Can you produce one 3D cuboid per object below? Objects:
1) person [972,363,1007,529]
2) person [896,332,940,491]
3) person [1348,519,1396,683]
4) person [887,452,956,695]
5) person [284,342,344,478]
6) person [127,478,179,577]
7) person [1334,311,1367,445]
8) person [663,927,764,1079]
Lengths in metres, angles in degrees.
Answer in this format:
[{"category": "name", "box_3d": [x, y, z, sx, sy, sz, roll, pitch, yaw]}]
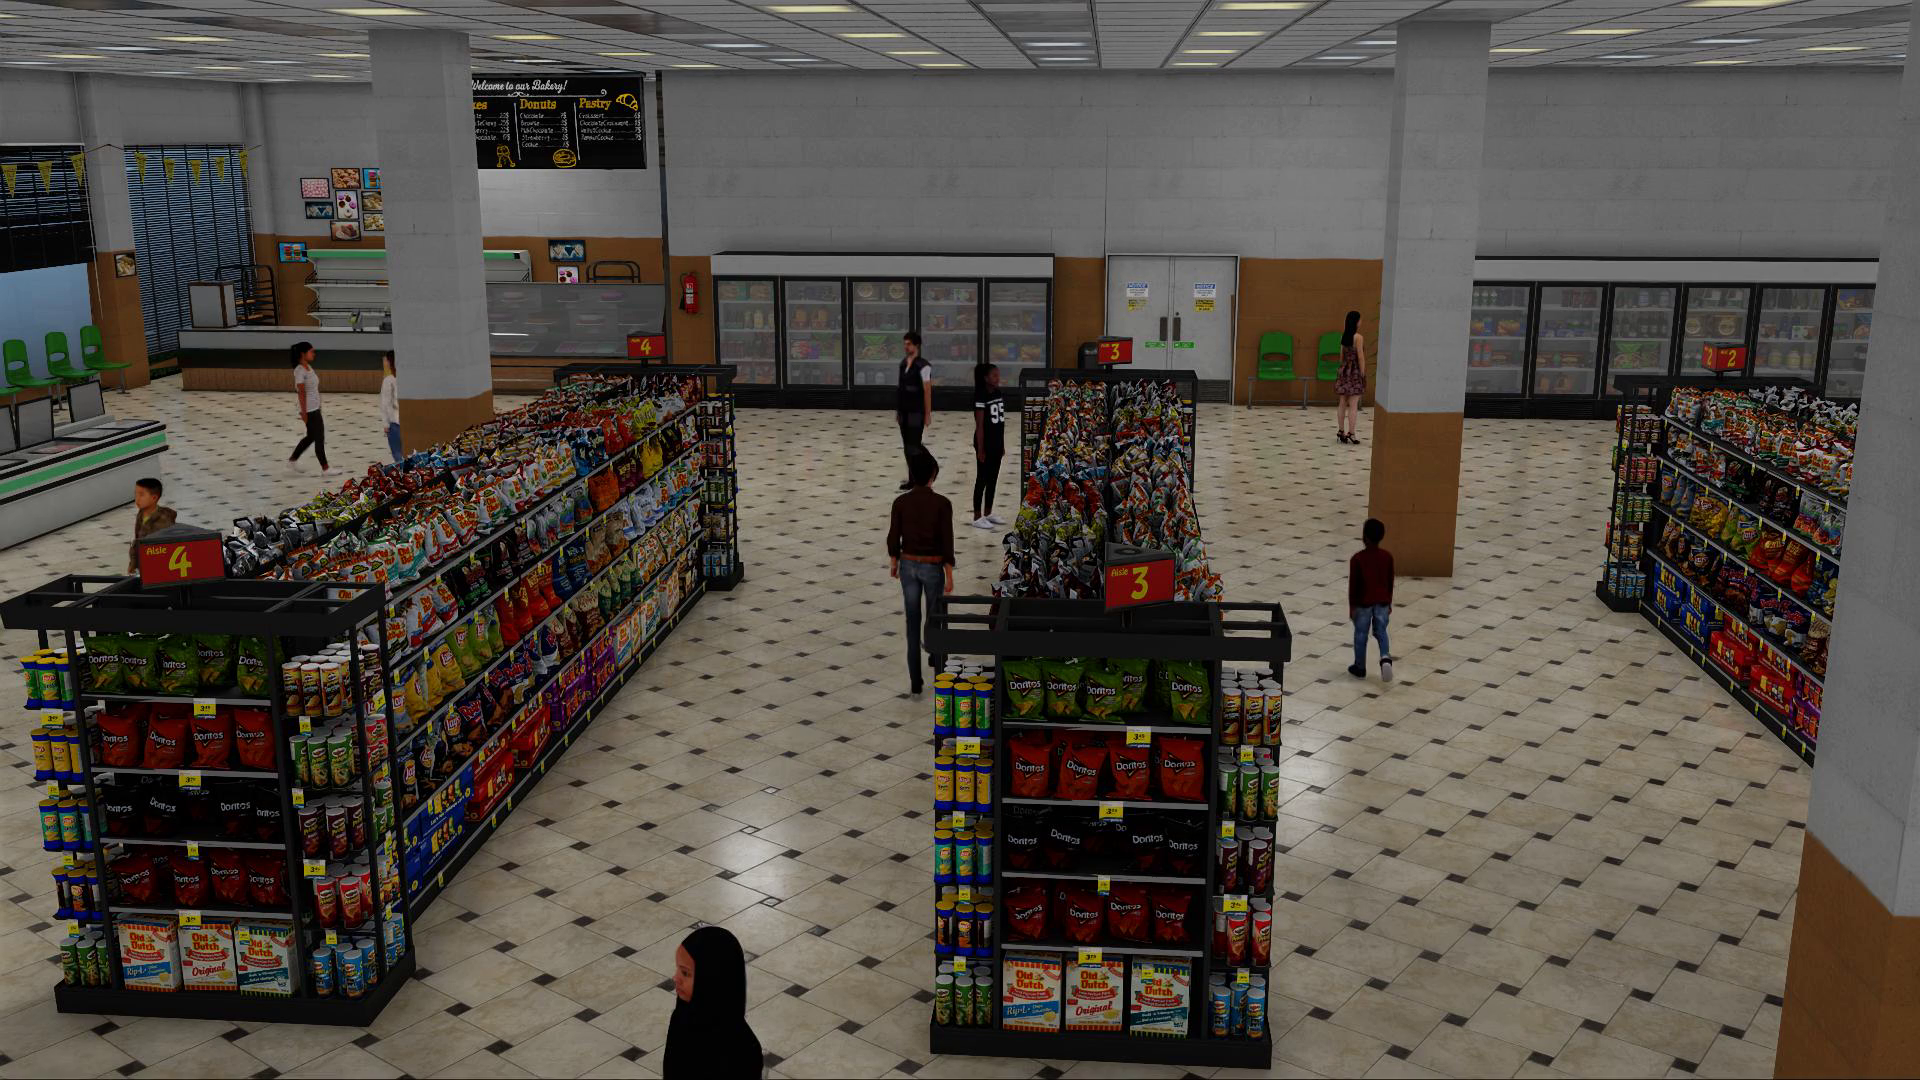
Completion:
[{"category": "person", "box_3d": [0.297, -0.999, 17.499, 0.744, 1.728, 0.626, 9, 16, 32]}, {"category": "person", "box_3d": [-0.473, -1.493, 19.303, 0.894, 1.837, 0.834, -11, 17, -37]}, {"category": "person", "box_3d": [3.112, 0.470, 12.462, 0.585, 1.246, 0.725, -2, 14, -8]}, {"category": "person", "box_3d": [-0.298, 0.278, 12.238, 0.685, 1.726, 1.100, 2, 14, 6]}, {"category": "person", "box_3d": [-7.907, -1.562, 20.032, 0.750, 1.628, 0.909, -2, 14, -6]}, {"category": "person", "box_3d": [-6.254, 0.216, 13.135, 0.893, 1.424, 1.048, 10, 17, 36]}, {"category": "person", "box_3d": [5.238, -2.178, 22.260, 0.860, 1.775, 0.784, -8, 16, -29]}, {"category": "person", "box_3d": [-0.791, 1.999, 5.376, 0.774, 1.615, 0.699, -8, 16, -31]}]
